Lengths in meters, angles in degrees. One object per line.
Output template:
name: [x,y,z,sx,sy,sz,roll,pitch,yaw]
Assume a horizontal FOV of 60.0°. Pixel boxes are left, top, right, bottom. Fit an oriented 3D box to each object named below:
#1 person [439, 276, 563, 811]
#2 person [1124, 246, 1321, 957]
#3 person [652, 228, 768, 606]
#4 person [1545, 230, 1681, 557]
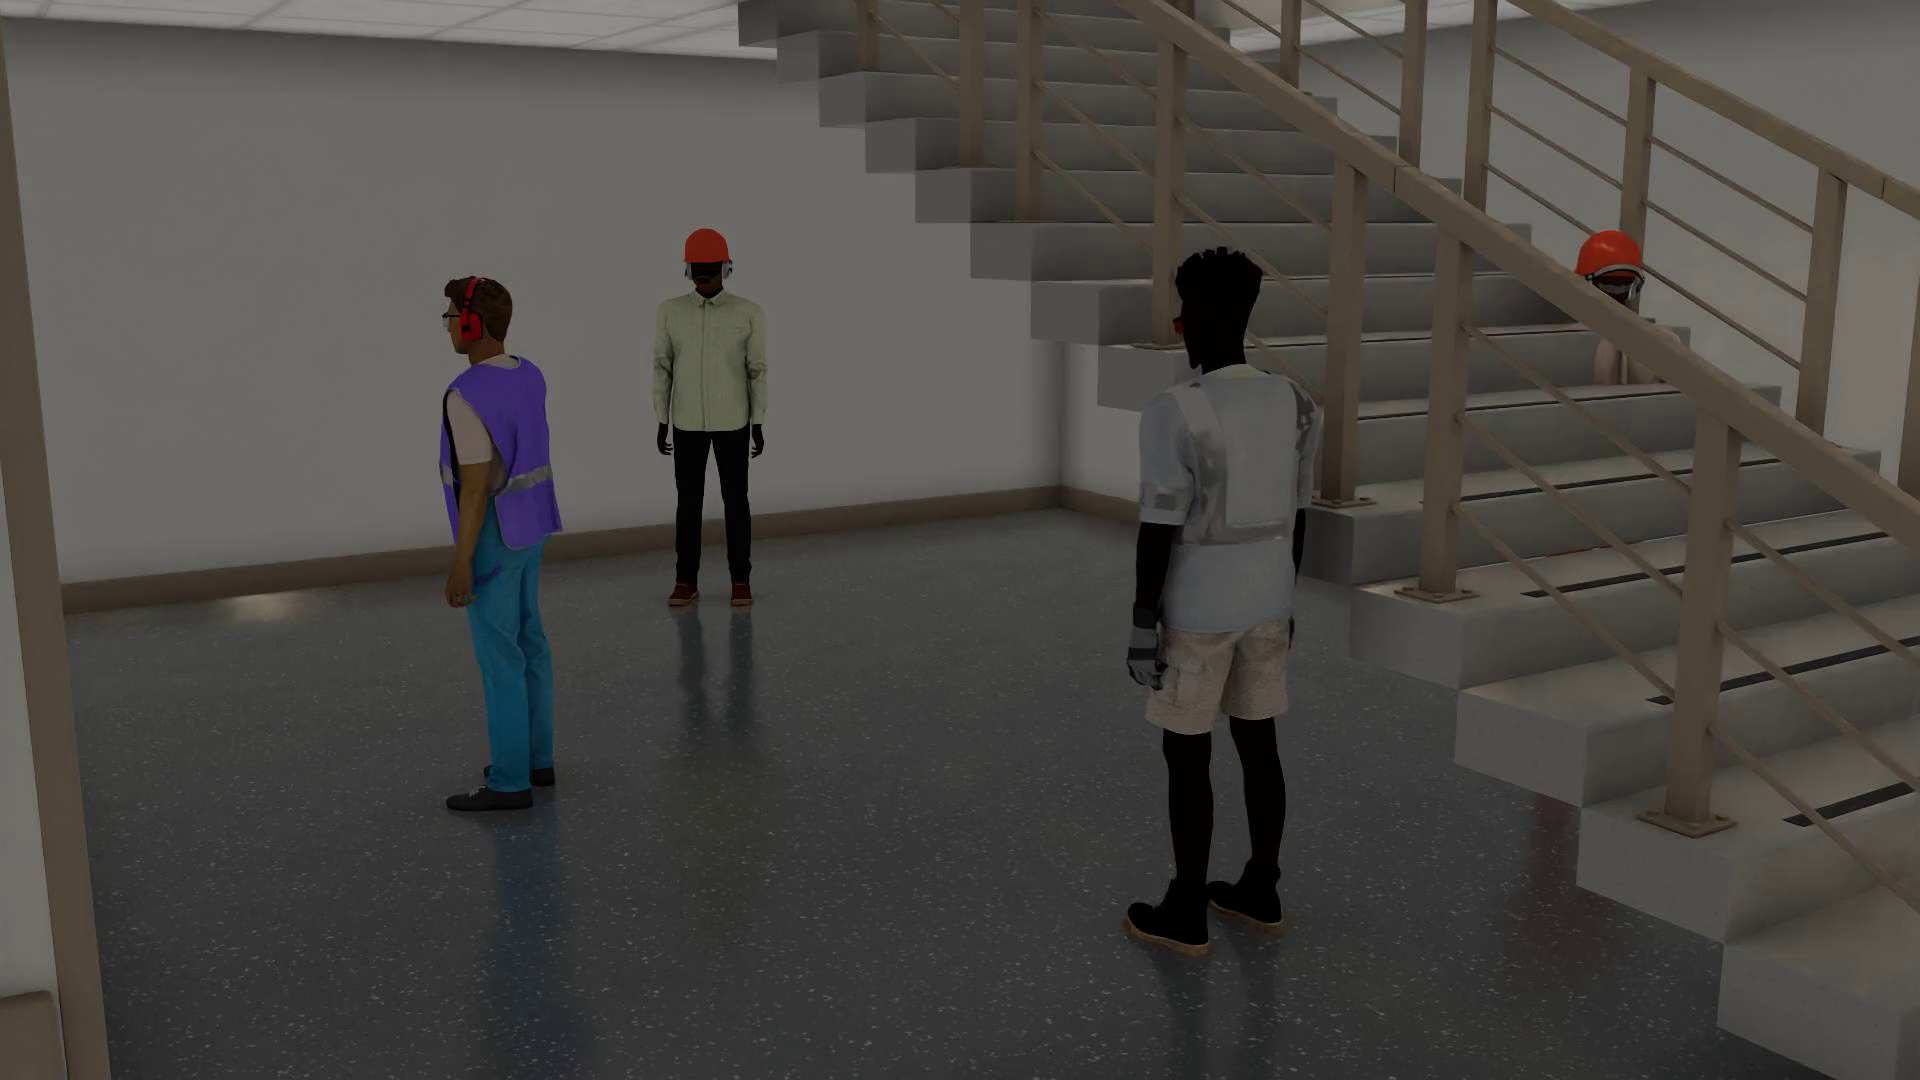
person: [-1.590,0.020,5.757,0.389,1.847,0.566,2,11,8]
person: [0.723,0.177,4.635,0.608,1.960,0.369,-7,13,-33]
person: [-1.321,-0.637,8.813,0.610,1.995,0.375,0,11,-1]
person: [2.494,-0.203,6.532,0.608,1.995,0.377,-2,11,-8]
